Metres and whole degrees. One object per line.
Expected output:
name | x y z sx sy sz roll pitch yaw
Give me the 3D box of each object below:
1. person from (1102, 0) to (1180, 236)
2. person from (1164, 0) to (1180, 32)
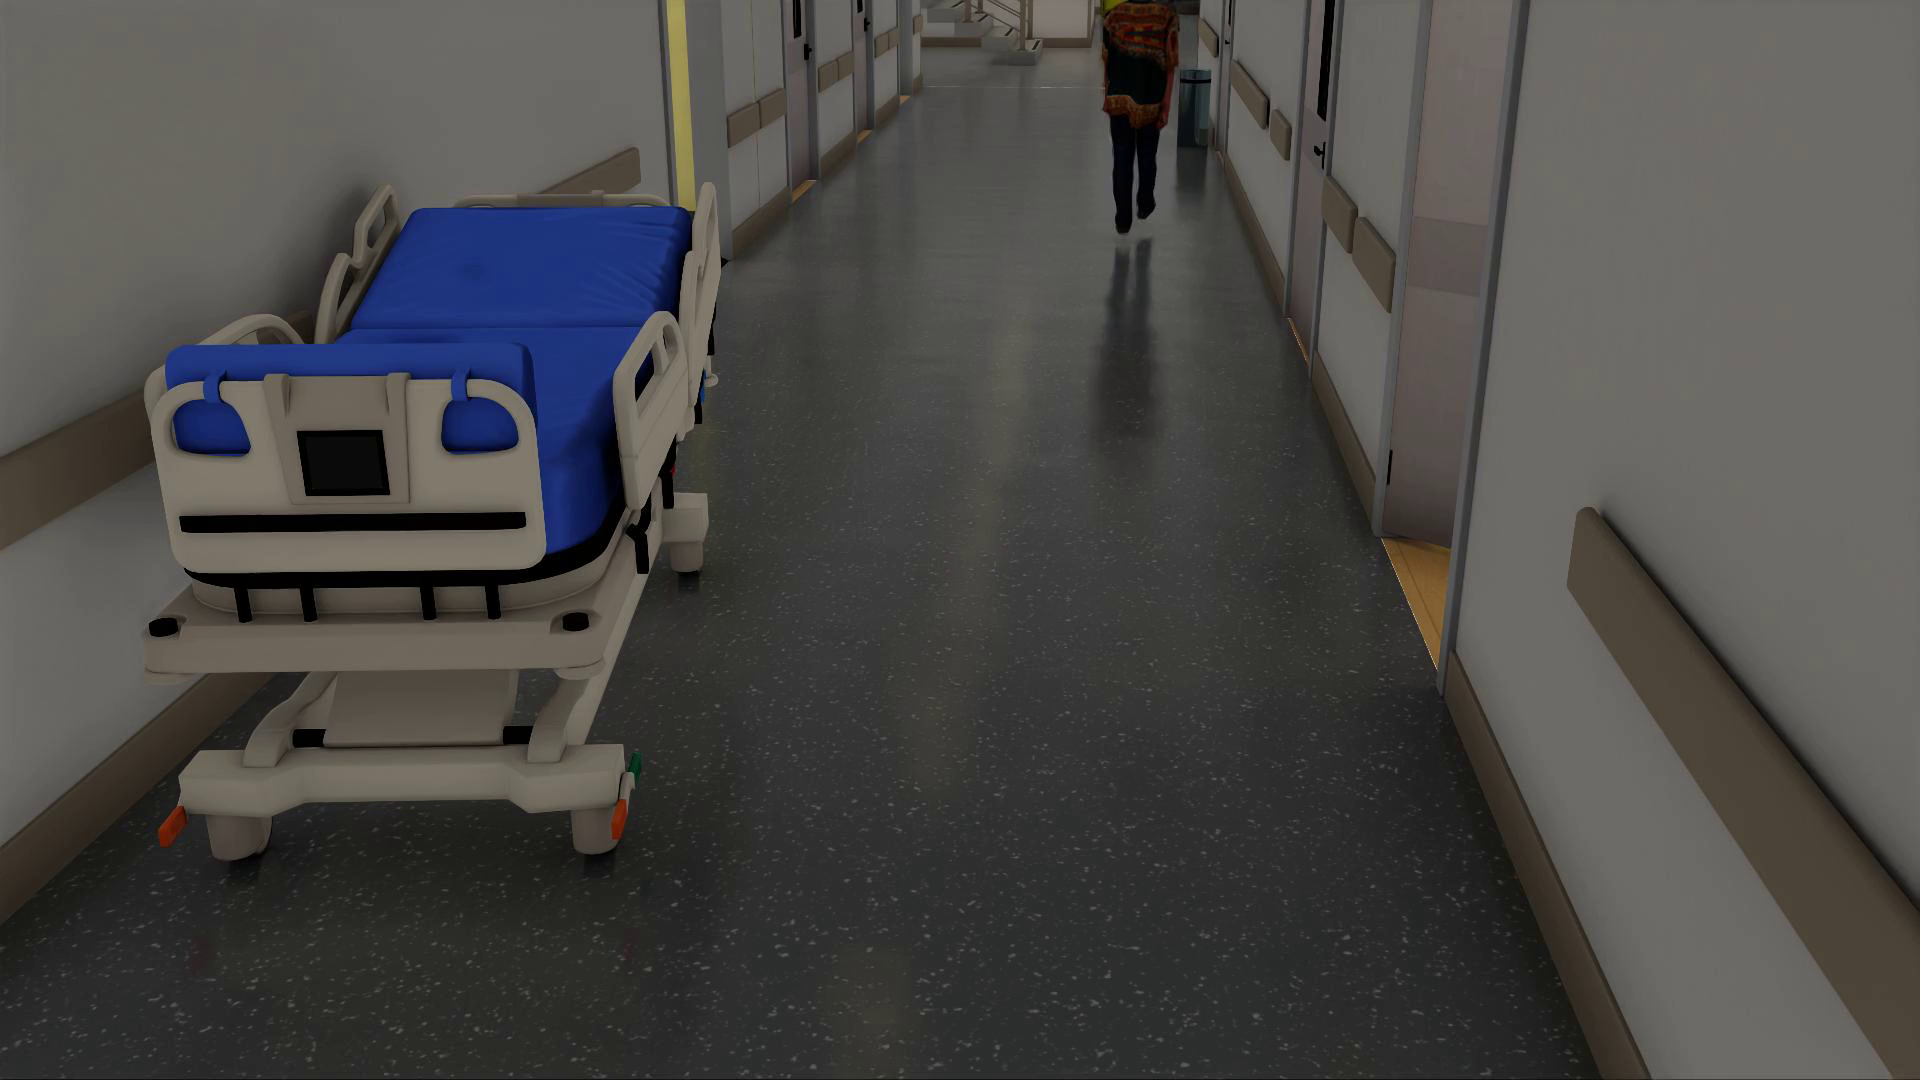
person | 1.184 -2.954 11.313 1.071 1.762 0.812 3 21 8
person | 3.931 -10.292 30.866 1.117 1.675 1.020 -9 22 -22
